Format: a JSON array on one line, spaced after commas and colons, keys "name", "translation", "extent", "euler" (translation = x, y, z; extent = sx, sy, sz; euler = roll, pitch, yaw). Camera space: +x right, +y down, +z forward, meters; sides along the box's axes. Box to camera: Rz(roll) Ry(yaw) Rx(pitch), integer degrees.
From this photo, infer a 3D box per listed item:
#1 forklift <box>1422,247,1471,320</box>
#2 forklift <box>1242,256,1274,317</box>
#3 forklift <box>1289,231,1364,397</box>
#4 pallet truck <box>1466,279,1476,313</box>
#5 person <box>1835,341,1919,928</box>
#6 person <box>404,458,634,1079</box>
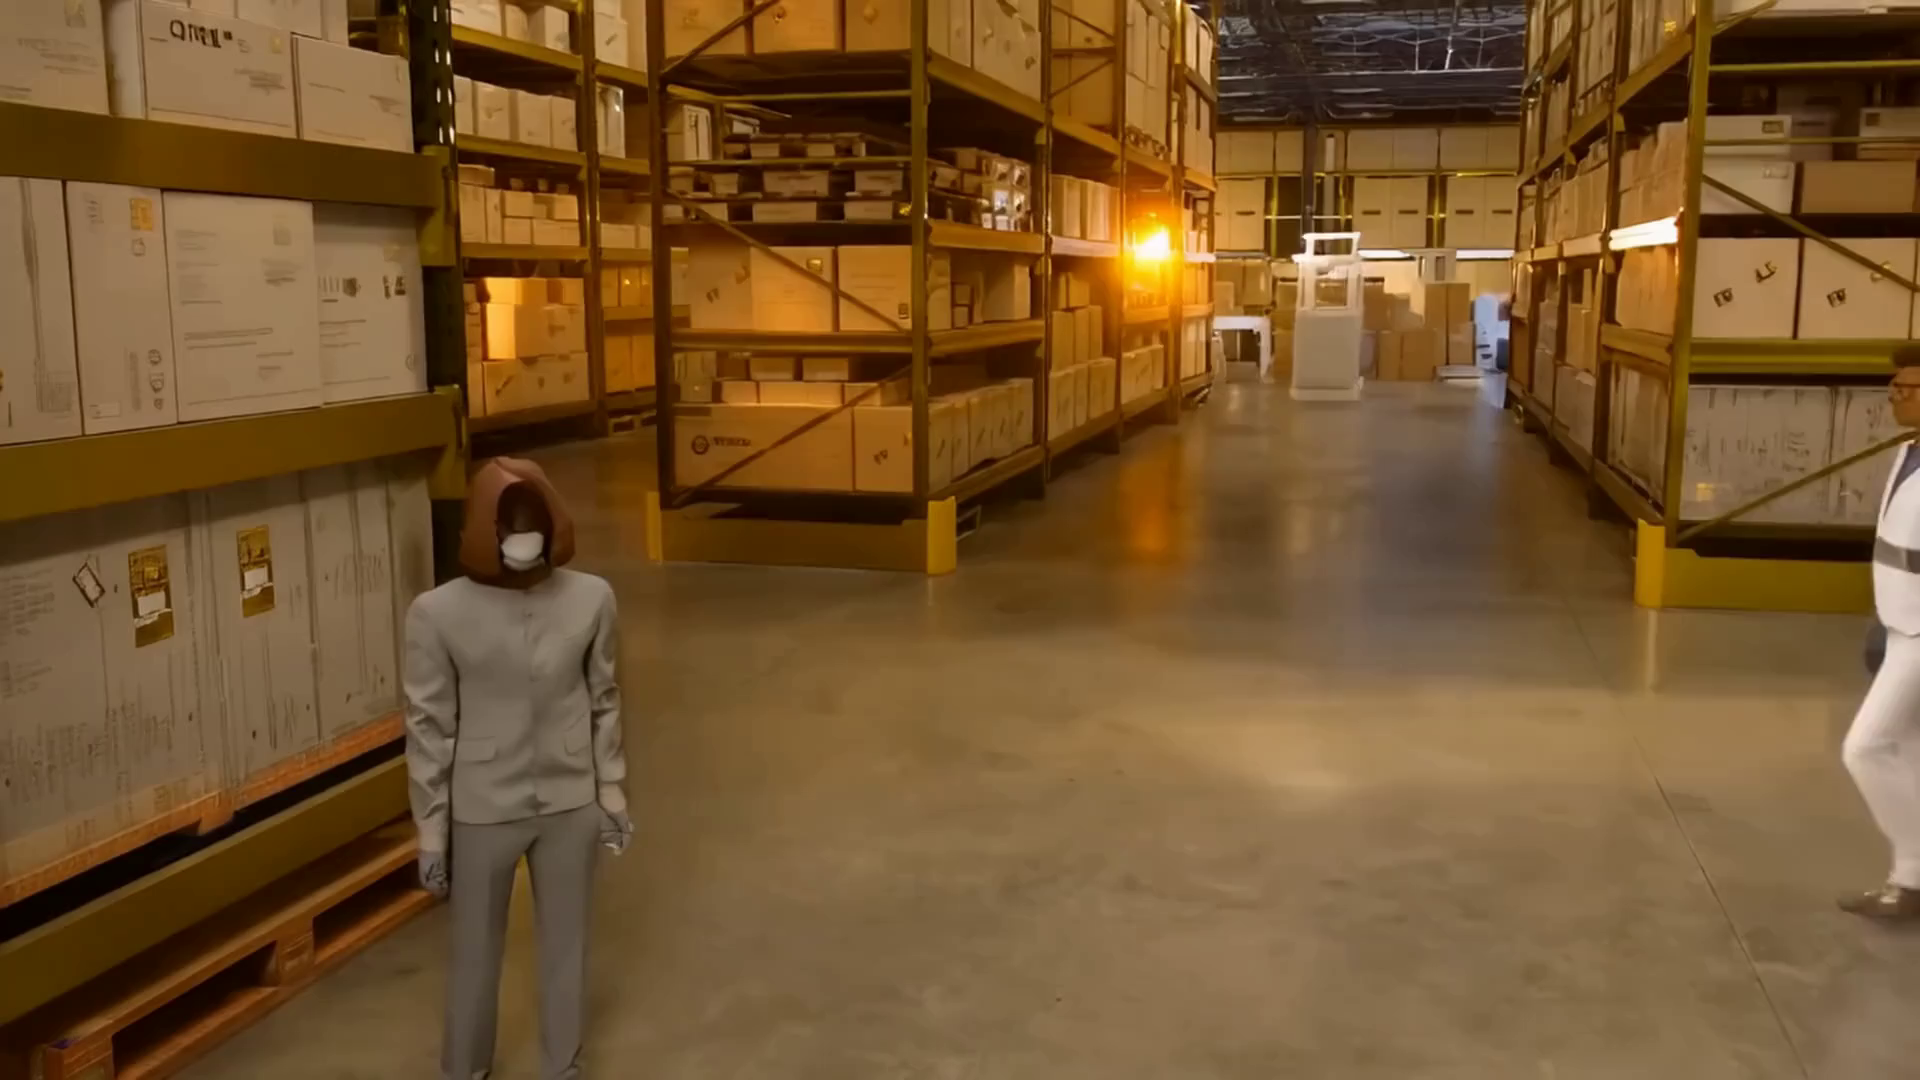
[{"name": "forklift", "translation": [12.581, -6.282, 43.685], "extent": [1.873, 2.768, 1.129], "euler": [-6, 11, -34]}, {"name": "forklift", "translation": [10.671, -8.733, 59.254], "extent": [1.129, 2.768, 1.873], "euler": [2, 9, 15]}, {"name": "forklift", "translation": [6.386, -3.911, 28.621], "extent": [1.129, 2.768, 1.873], "euler": [3, 9, 18]}, {"name": "pallet truck", "translation": [18.896, -8.459, 60.307], "extent": [1.885, 1.965, 0.823], "euler": [5, 10, 31]}, {"name": "person", "translation": [2.958, 0.304, 5.141], "extent": [0.471, 1.832, 0.594], "euler": [2, 9, 15]}, {"name": "person", "translation": [-0.984, 0.624, 3.754], "extent": [0.508, 1.632, 0.265], "euler": [-7, 11, -37]}]
